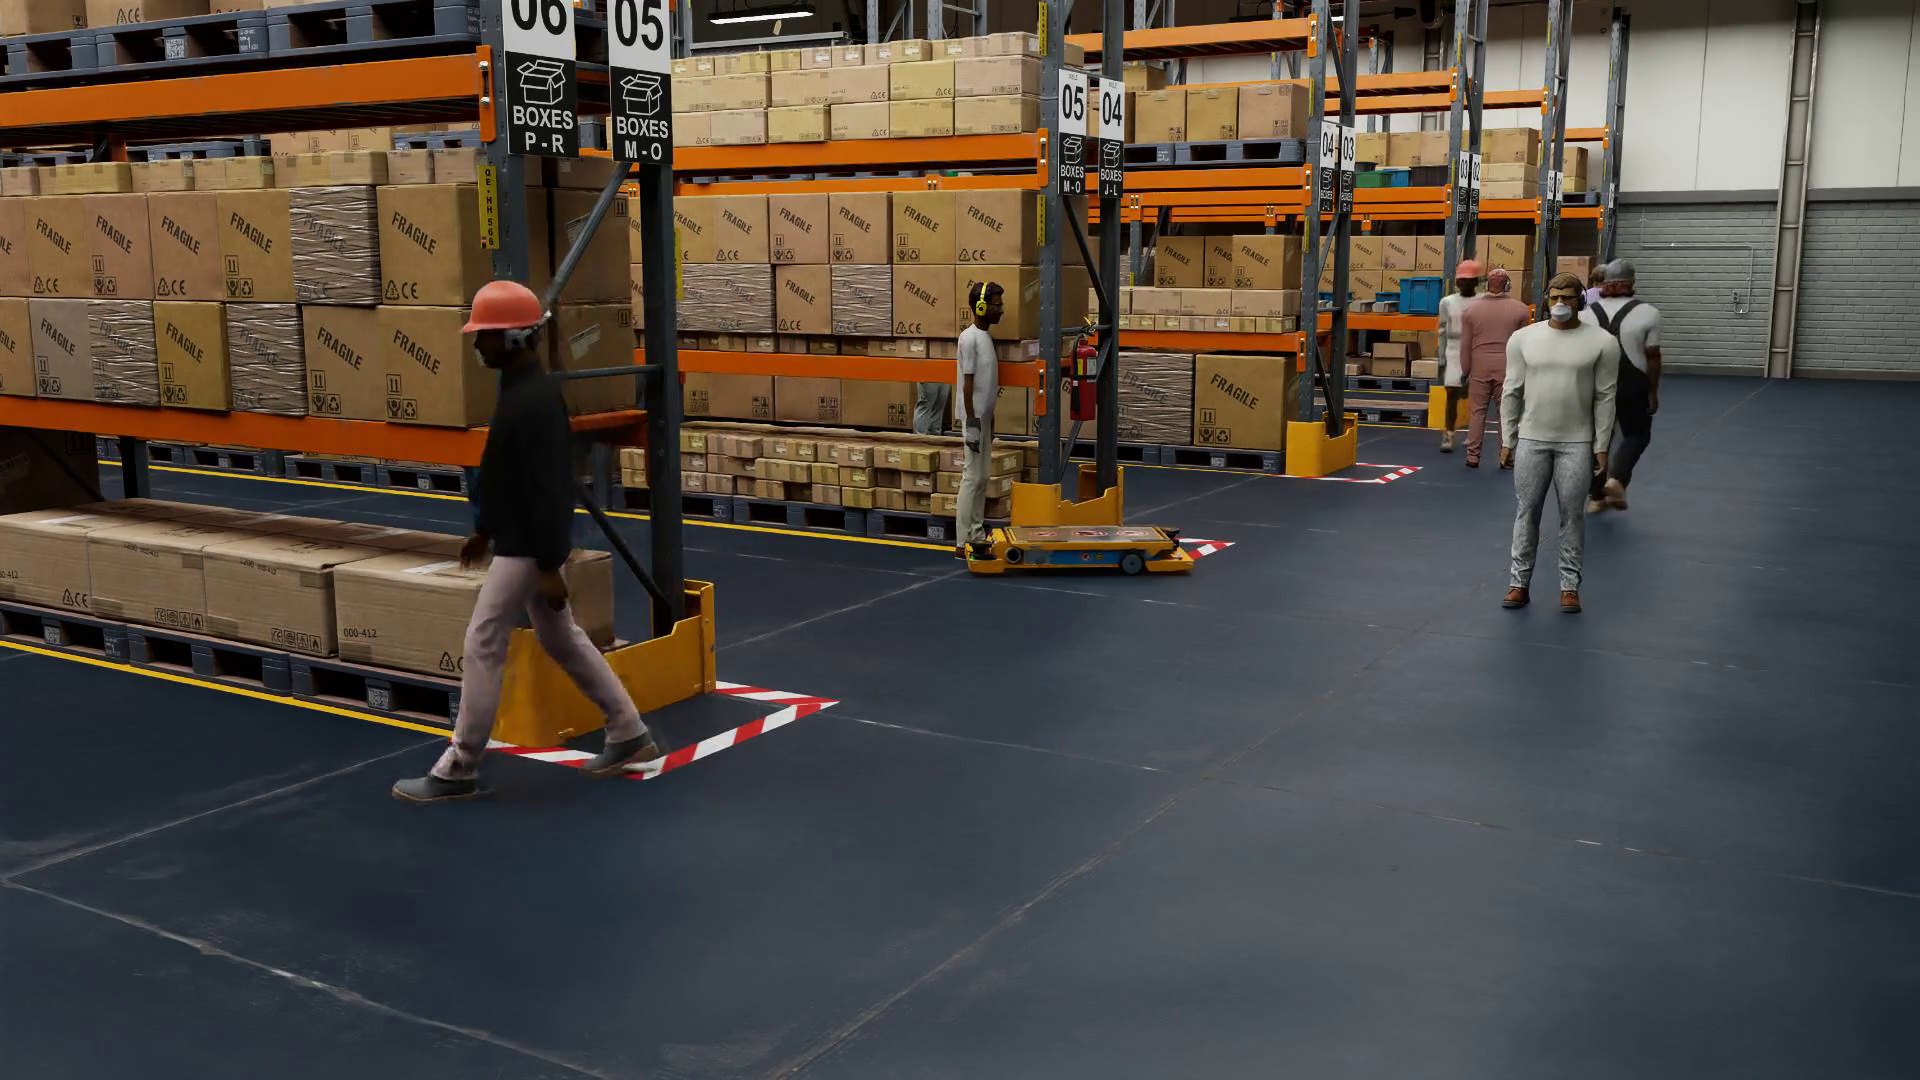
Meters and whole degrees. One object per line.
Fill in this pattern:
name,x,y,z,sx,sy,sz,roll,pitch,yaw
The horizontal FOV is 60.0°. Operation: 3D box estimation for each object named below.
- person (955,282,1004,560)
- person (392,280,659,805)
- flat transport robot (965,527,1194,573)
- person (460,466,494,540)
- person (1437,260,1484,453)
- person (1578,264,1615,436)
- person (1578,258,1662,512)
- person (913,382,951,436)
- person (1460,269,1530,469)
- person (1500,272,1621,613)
person,0.141,-0.787,11.134,0.333,1.860,0.509,3,10,16
person,-1.628,0.001,6.275,0.984,1.949,0.621,-2,10,-14
flat transport robot,0.761,0.053,10.849,1.431,0.197,0.652,0,10,-3
person,-2.985,-0.650,10.409,0.417,1.833,0.562,2,10,10
person,5.286,-1.915,17.355,0.631,1.991,1.047,5,11,29
person,7.172,-2.128,18.739,0.632,1.940,0.372,6,11,32
person,5.163,-1.215,13.099,0.697,2.000,0.560,8,12,39
person,-0.242,-1.686,16.173,0.371,1.934,0.627,6,11,31
person,5.116,-1.632,15.935,0.644,1.908,0.409,3,10,18
person,3.414,-0.555,9.531,0.631,1.940,0.372,4,11,23
